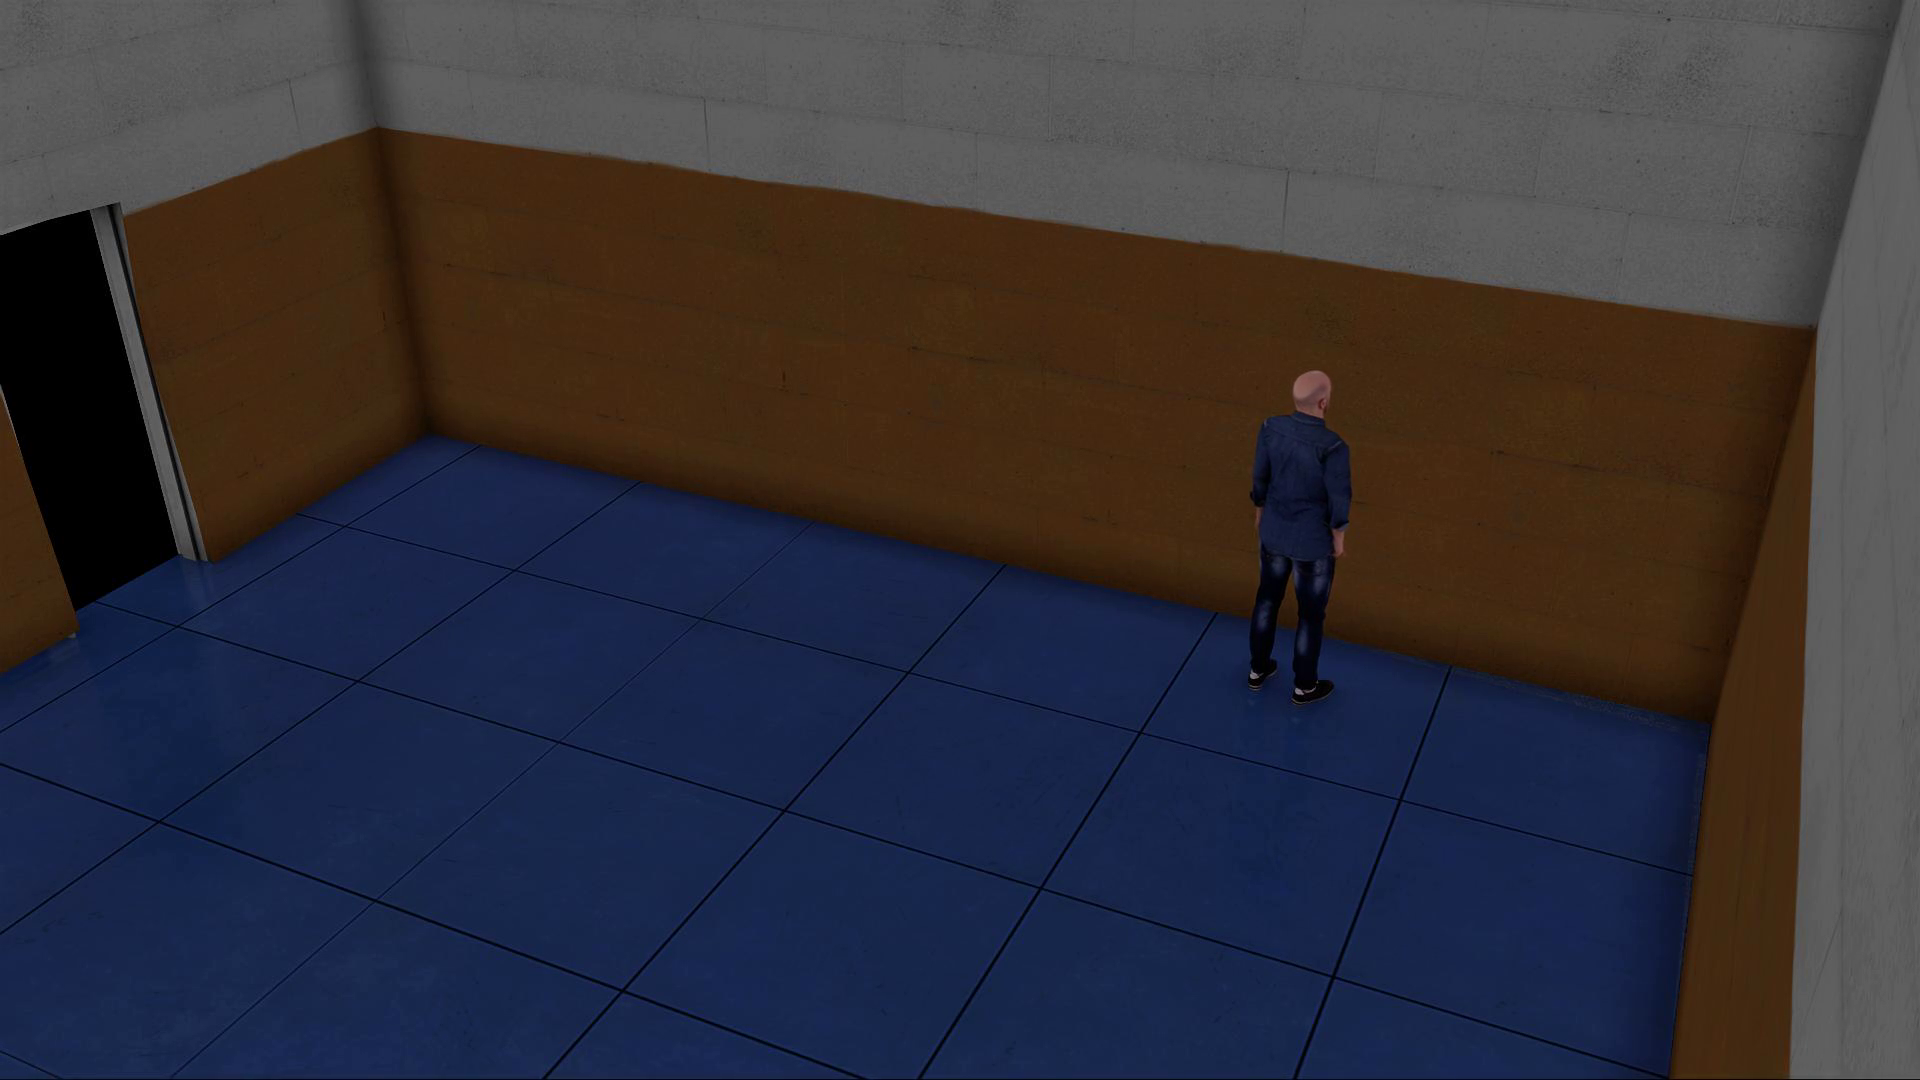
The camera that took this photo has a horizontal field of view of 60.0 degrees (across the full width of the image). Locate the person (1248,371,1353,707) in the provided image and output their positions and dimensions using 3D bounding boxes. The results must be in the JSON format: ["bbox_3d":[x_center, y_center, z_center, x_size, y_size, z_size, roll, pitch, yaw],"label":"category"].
[{"bbox_3d":[1.727,-0.008,8.492,0.650,1.825,0.841,24,37,37],"label":"person"}]
